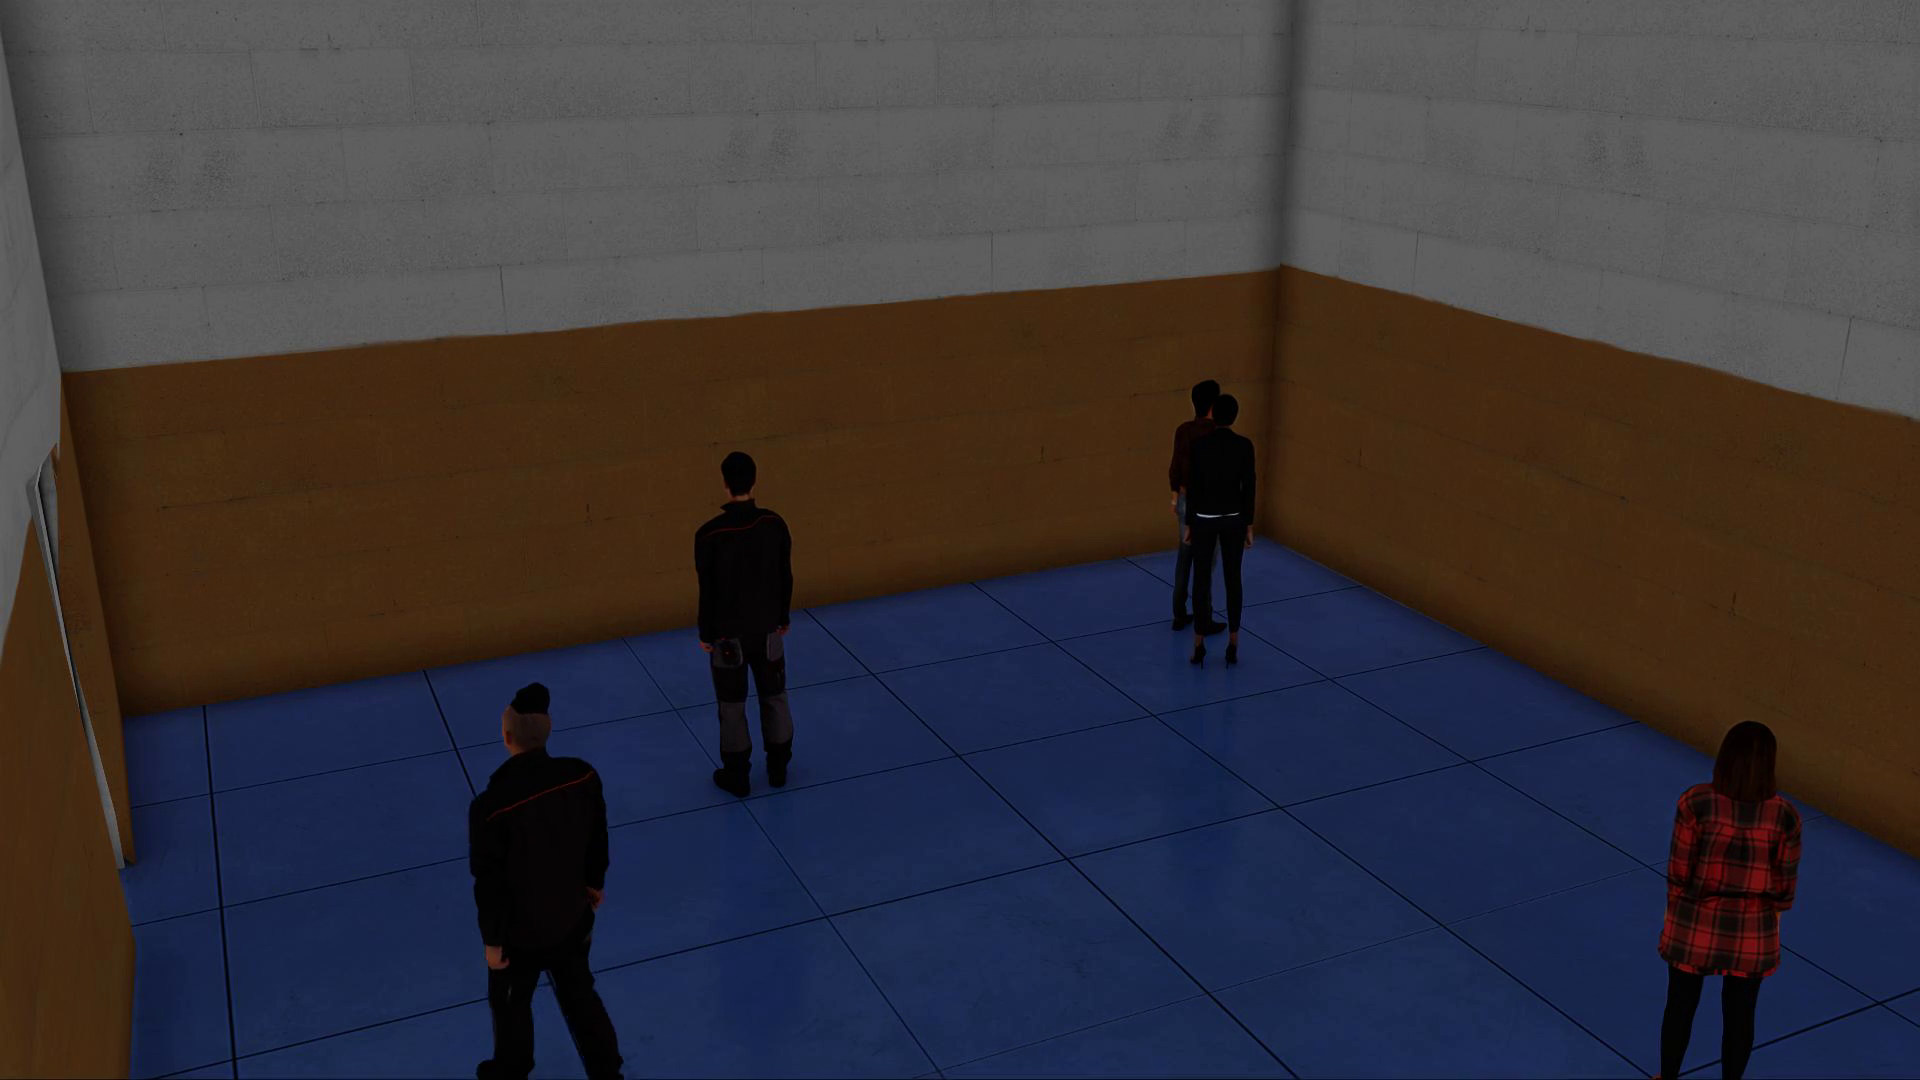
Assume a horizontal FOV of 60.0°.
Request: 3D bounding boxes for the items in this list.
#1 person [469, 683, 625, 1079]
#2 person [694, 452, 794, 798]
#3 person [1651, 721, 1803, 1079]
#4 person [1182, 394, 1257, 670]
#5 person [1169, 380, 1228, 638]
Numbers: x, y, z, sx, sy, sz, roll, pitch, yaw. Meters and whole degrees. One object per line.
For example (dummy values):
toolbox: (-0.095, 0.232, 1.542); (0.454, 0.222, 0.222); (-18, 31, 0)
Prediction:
person: (-1.559, 1.423, 6.376); (1.058, 1.845, 1.064); (16, 25, 40)
person: (-1.178, 0.455, 9.127); (0.530, 1.945, 0.770); (-10, 21, -27)
person: (2.959, 1.483, 6.456); (0.694, 1.704, 0.752); (7, 20, 19)
person: (1.677, -0.056, 10.818); (0.631, 1.834, 0.752); (1, 19, 4)
person: (1.641, -0.220, 11.391); (0.714, 1.779, 0.648); (17, 25, 41)
